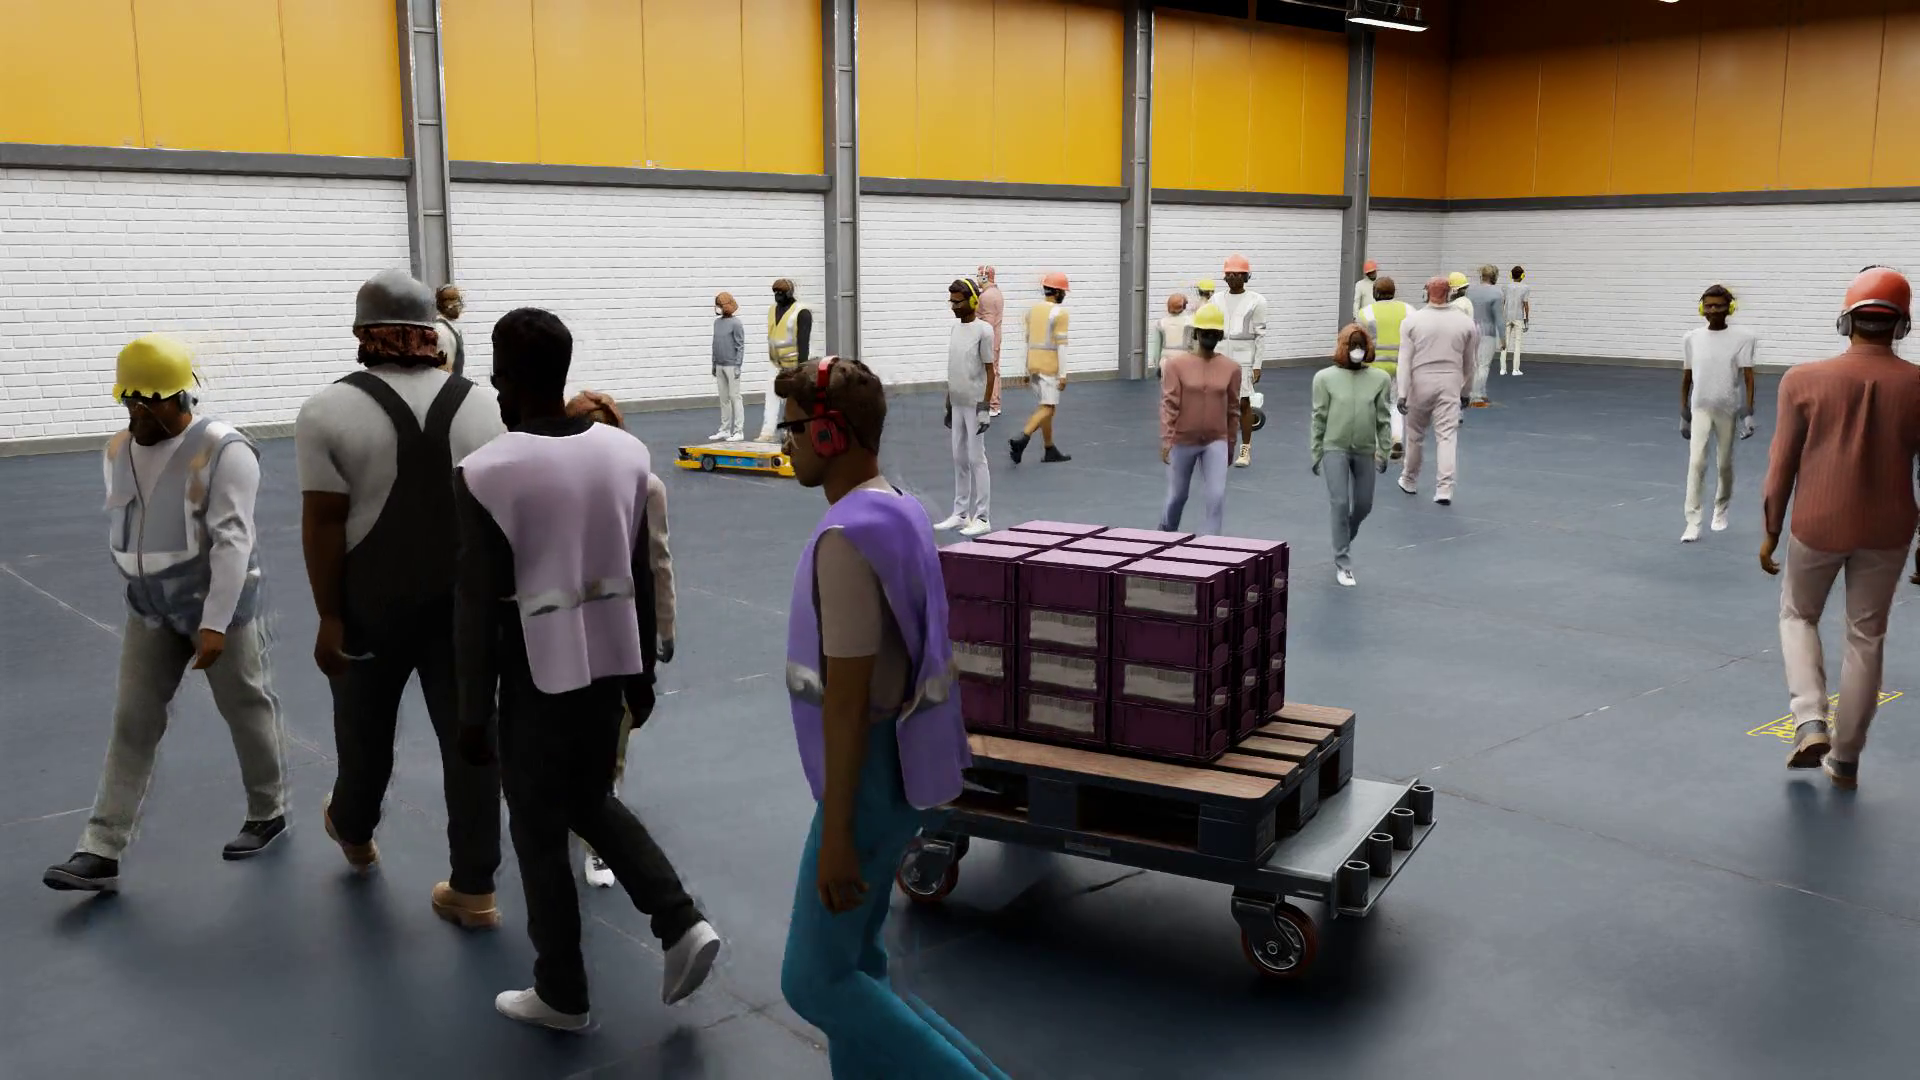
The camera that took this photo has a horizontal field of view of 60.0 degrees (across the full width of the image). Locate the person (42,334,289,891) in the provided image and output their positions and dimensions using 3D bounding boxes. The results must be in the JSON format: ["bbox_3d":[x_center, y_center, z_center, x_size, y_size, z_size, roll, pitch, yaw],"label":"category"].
[{"bbox_3d":[-2.524,0.237,5.316,0.588,1.772,0.891,2,10,13],"label":"person"}]

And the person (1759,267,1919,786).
[{"bbox_3d":[3.411,-0.040,6.353,0.643,1.976,0.427,4,10,22],"label":"person"}]

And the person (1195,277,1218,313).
[{"bbox_3d":[3.161,-2.594,21.986,0.726,1.745,0.527,-1,10,-6],"label":"person"}]

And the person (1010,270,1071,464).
[{"bbox_3d":[0.763,-1.656,16.082,0.832,1.901,0.586,-8,12,-38],"label":"person"}]

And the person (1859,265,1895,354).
[{"bbox_3d":[9.003,-1.719,16.298,0.692,1.945,0.603,2,10,13],"label":"person"}]

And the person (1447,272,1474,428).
[{"bbox_3d":[5.822,-2.230,19.601,0.404,1.830,0.603,5,11,28],"label":"person"}]

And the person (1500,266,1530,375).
[{"bbox_3d":[9.440,-3.730,28.324,0.510,1.862,0.323,8,12,37],"label":"person"}]

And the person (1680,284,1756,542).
[{"bbox_3d":[5.476,-0.931,12.022,0.530,1.838,0.934,6,11,30],"label":"person"}]

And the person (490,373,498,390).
[{"bbox_3d":[-1.608,0.097,6.506,0.543,1.636,0.843,-7,12,-36],"label":"person"}]

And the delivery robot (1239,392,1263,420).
[{"bbox_3d":[3.174,-1.612,19.445,0.707,0.478,0.477,0,10,3],"label":"delivery robot"}]

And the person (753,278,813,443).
[{"bbox_3d":[-1.833,-1.955,18.134,0.633,1.797,0.965,7,12,37],"label":"person"}]

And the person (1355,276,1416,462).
[{"bbox_3d":[4.141,-1.657,16.255,0.649,1.831,0.489,0,10,-2],"label":"person"}]

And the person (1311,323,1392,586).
[{"bbox_3d":[2.433,-0.552,10.428,0.503,1.615,0.640,0,10,-2],"label":"person"}]

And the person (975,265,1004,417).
[{"bbox_3d":[0.336,-2.503,20.987,0.403,1.906,0.652,2,10,11],"label":"person"}]

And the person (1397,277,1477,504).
[{"bbox_3d":[3.937,-1.249,13.808,0.669,1.851,1.013,0,10,2],"label":"person"}]

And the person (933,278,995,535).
[{"bbox_3d":[0.046,-0.967,12.123,0.329,1.865,0.516,-7,12,-36],"label":"person"}]

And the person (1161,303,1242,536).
[{"bbox_3d":[1.510,-0.640,10.571,0.533,1.738,0.796,-1,10,-6],"label":"person"}]

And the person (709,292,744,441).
[{"bbox_3d":[-2.555,-1.896,18.239,0.275,1.629,0.513,-10,14,-44],"label":"person"}]

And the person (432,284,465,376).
[{"bbox_3d":[-4.199,-1.191,13.641,0.340,1.805,0.650,-3,10,-15],"label":"person"}]

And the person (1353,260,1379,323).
[{"bbox_3d":[7.183,-3.915,29.122,0.638,1.944,0.671,1,10,3],"label":"person"}]

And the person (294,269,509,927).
[{"bbox_3d":[-1.733,0.125,5.207,0.702,2.000,1.036,-7,12,-36],"label":"person"}]

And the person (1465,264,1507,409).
[{"bbox_3d":[7.038,-2.699,22.100,0.680,1.914,0.652,-4,11,-24],"label":"person"}]

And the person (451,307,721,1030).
[{"bbox_3d":[-0.968,0.362,4.244,0.548,1.901,0.600,6,12,33],"label":"person"}]

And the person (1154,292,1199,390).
[{"bbox_3d":[2.359,-1.874,18.097,0.539,1.624,0.386,5,11,26],"label":"person"}]

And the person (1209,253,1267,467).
[{"bbox_3d":[2.632,-1.721,16.000,0.607,2.048,0.365,6,11,30],"label":"person"}]

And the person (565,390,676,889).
[{"bbox_3d":[-1.225,0.278,5.614,0.502,1.595,0.800,-4,10,-21],"label":"person"}]

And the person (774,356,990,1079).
[{"bbox_3d":[-0.154,0.531,3.467,0.489,1.819,0.609,1,10,6],"label":"person"}]

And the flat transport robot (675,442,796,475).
[{"bbox_3d":[-1.926,-0.782,15.691,1.431,0.197,0.652,5,11,29],"label":"flat transport robot"}]
